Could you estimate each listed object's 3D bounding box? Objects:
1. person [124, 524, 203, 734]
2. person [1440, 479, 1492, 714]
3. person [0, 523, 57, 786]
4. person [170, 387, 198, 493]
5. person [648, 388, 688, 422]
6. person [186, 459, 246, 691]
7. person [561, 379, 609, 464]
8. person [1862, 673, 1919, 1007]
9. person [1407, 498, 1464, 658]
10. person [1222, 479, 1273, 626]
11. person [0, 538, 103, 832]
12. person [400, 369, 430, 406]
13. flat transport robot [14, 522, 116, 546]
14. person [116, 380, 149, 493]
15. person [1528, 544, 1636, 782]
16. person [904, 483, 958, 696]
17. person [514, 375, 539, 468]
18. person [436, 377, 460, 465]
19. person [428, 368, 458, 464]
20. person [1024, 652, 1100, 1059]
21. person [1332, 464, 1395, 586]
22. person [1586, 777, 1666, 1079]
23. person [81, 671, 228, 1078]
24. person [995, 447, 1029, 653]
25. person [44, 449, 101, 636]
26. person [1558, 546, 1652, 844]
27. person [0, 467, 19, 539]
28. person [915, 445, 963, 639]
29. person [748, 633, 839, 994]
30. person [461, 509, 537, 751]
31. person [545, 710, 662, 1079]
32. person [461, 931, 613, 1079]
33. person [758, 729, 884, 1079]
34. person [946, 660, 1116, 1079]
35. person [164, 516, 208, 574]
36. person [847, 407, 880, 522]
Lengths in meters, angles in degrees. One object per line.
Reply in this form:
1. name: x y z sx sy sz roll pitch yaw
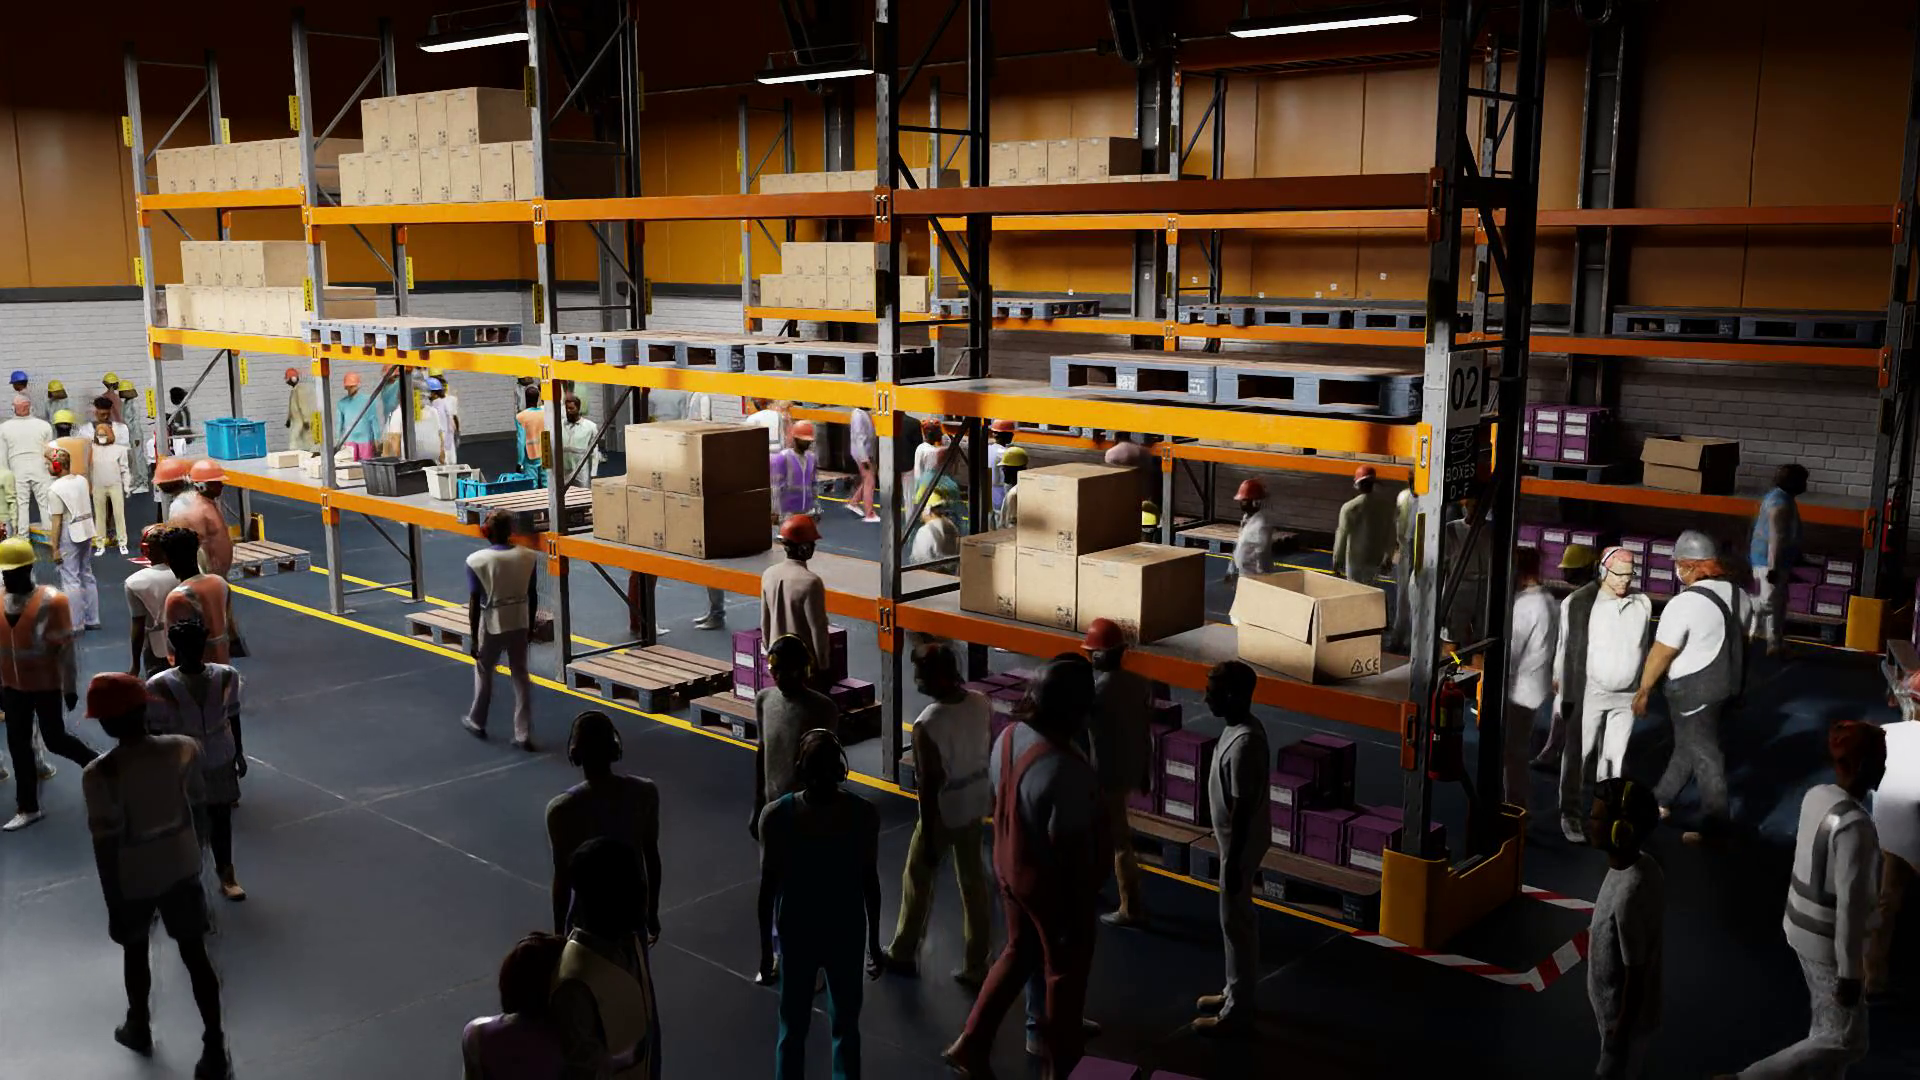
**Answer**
1. person: -5.550 0.805 11.686 0.389 1.847 0.563 6 12 33
2. person: 4.056 0.475 13.236 0.600 1.957 0.367 -1 10 -3
3. person: -6.689 0.798 11.628 0.574 1.882 0.352 -2 10 -10
4. person: -11.715 -1.459 25.000 0.556 1.674 0.573 -2 10 -13
5. person: -4.535 -1.720 25.982 0.663 1.850 1.004 2 10 9
6. person: -6.327 0.307 14.083 0.381 1.994 0.622 -3 10 -14
7. person: -6.676 -2.312 28.764 1.053 2.000 0.692 3 11 18
8. person: 4.810 1.468 8.243 0.681 1.726 0.597 -4 11 -19
9. person: 4.058 0.310 14.276 0.379 1.930 0.633 -4 11 -23
10. person: 2.516 0.319 14.743 0.500 1.737 0.589 0 10 0
11. person: -6.074 0.903 10.975 0.597 1.902 0.747 1 10 8
12. person: -7.773 -1.429 23.773 0.684 2.000 0.538 5 11 27
13. flat transport robot: -11.427 -0.088 21.188 1.431 0.197 0.652 8 13 37
14. person: -12.721 -1.586 25.521 0.485 1.737 0.321 9 13 41
15. person: 4.363 0.885 11.599 0.889 1.720 0.531 10 14 44
16. person: -0.228 0.430 13.890 0.412 1.816 0.615 5 11 25
17. person: -7.352 -2.066 28.257 0.487 1.728 0.322 2 10 12
18. person: -7.708 -1.508 24.816 0.513 1.834 0.889 -4 11 -23
19. person: -8.350 -1.845 26.662 0.609 1.846 0.964 -6 12 -30
20. person: 0.465 1.457 7.796 0.398 1.920 0.589 4 11 19
21. person: 3.778 0.155 15.677 0.647 1.725 0.405 -4 11 -22
22. person: 2.400 1.780 6.109 0.336 1.873 0.521 5 11 24
23. person: -3.647 1.515 7.578 0.958 1.897 0.568 9 14 42
24. person: 0.522 0.090 15.503 0.365 1.927 0.588 2 10 13
25. person: -8.611 0.024 16.142 0.394 1.836 0.560 0 10 2
26. person: 4.106 0.976 10.567 0.639 1.904 0.410 -2 10 -13
27. person: -10.248 -0.197 17.615 0.534 1.759 0.343 0 10 -3
28. person: -0.206 0.031 15.947 0.471 1.887 0.661 -5 11 -25
29. person: -0.845 1.375 8.441 0.517 1.859 0.331 6 12 29
30. person: -3.517 0.658 12.633 0.583 1.803 0.904 -8 13 -37
31. person: -1.506 1.625 7.066 0.505 1.842 0.345 -8 13 -37
32. person: -1.320 2.043 5.278 0.523 1.636 0.310 2 10 12
33. person: -0.571 1.660 6.857 0.514 1.844 0.327 -2 10 -11
34. person: 0.333 1.478 7.333 0.754 2.000 0.715 -5 11 -27
35. person: -6.215 0.603 13.468 0.526 1.617 0.504 1 10 8
36. person: -1.291 -1.191 22.826 0.525 1.908 0.628 2 10 10
